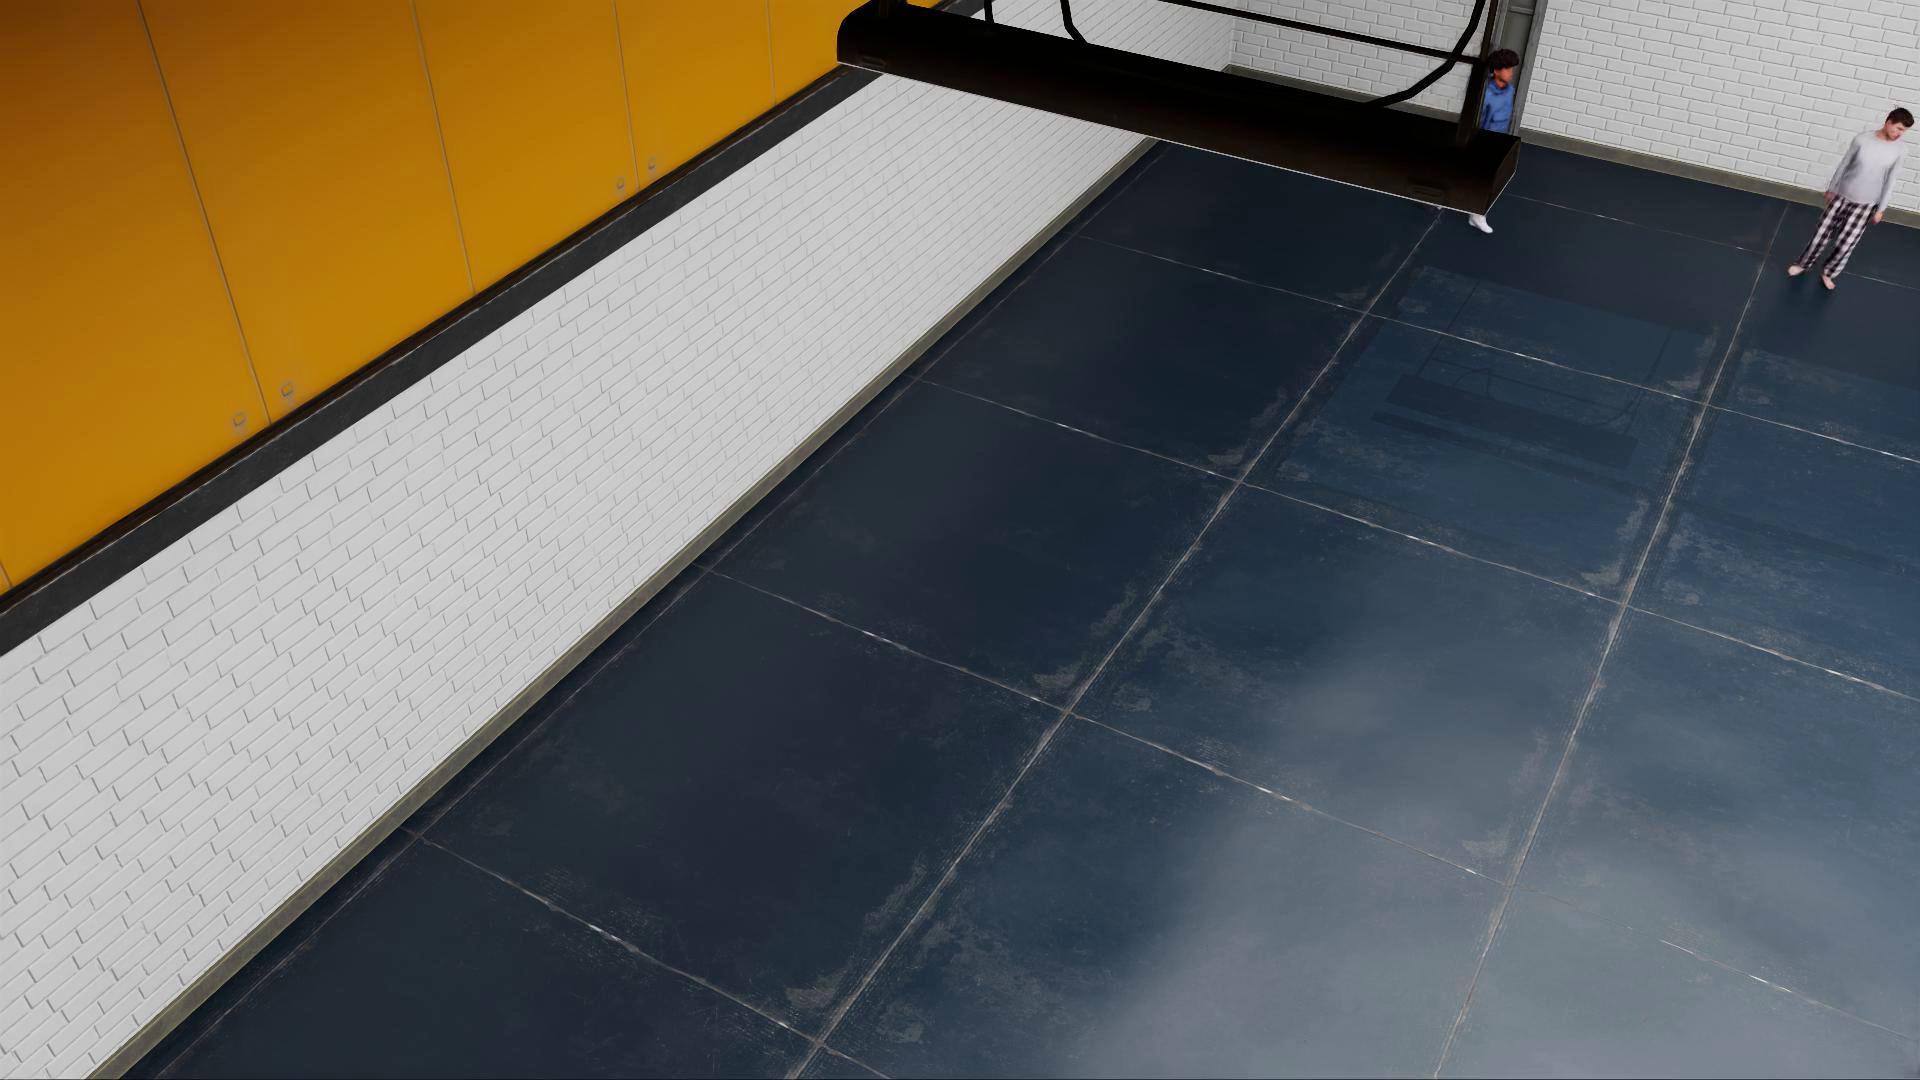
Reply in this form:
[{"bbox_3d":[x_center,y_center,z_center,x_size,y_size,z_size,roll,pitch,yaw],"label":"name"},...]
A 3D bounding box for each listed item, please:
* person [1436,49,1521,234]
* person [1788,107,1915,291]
[{"bbox_3d":[5.009,-3.876,16.062,0.927,1.795,1.058,-21,43,-24],"label":"person"},{"bbox_3d":[8.107,-3.125,15.111,0.560,1.810,0.806,31,48,33],"label":"person"}]
